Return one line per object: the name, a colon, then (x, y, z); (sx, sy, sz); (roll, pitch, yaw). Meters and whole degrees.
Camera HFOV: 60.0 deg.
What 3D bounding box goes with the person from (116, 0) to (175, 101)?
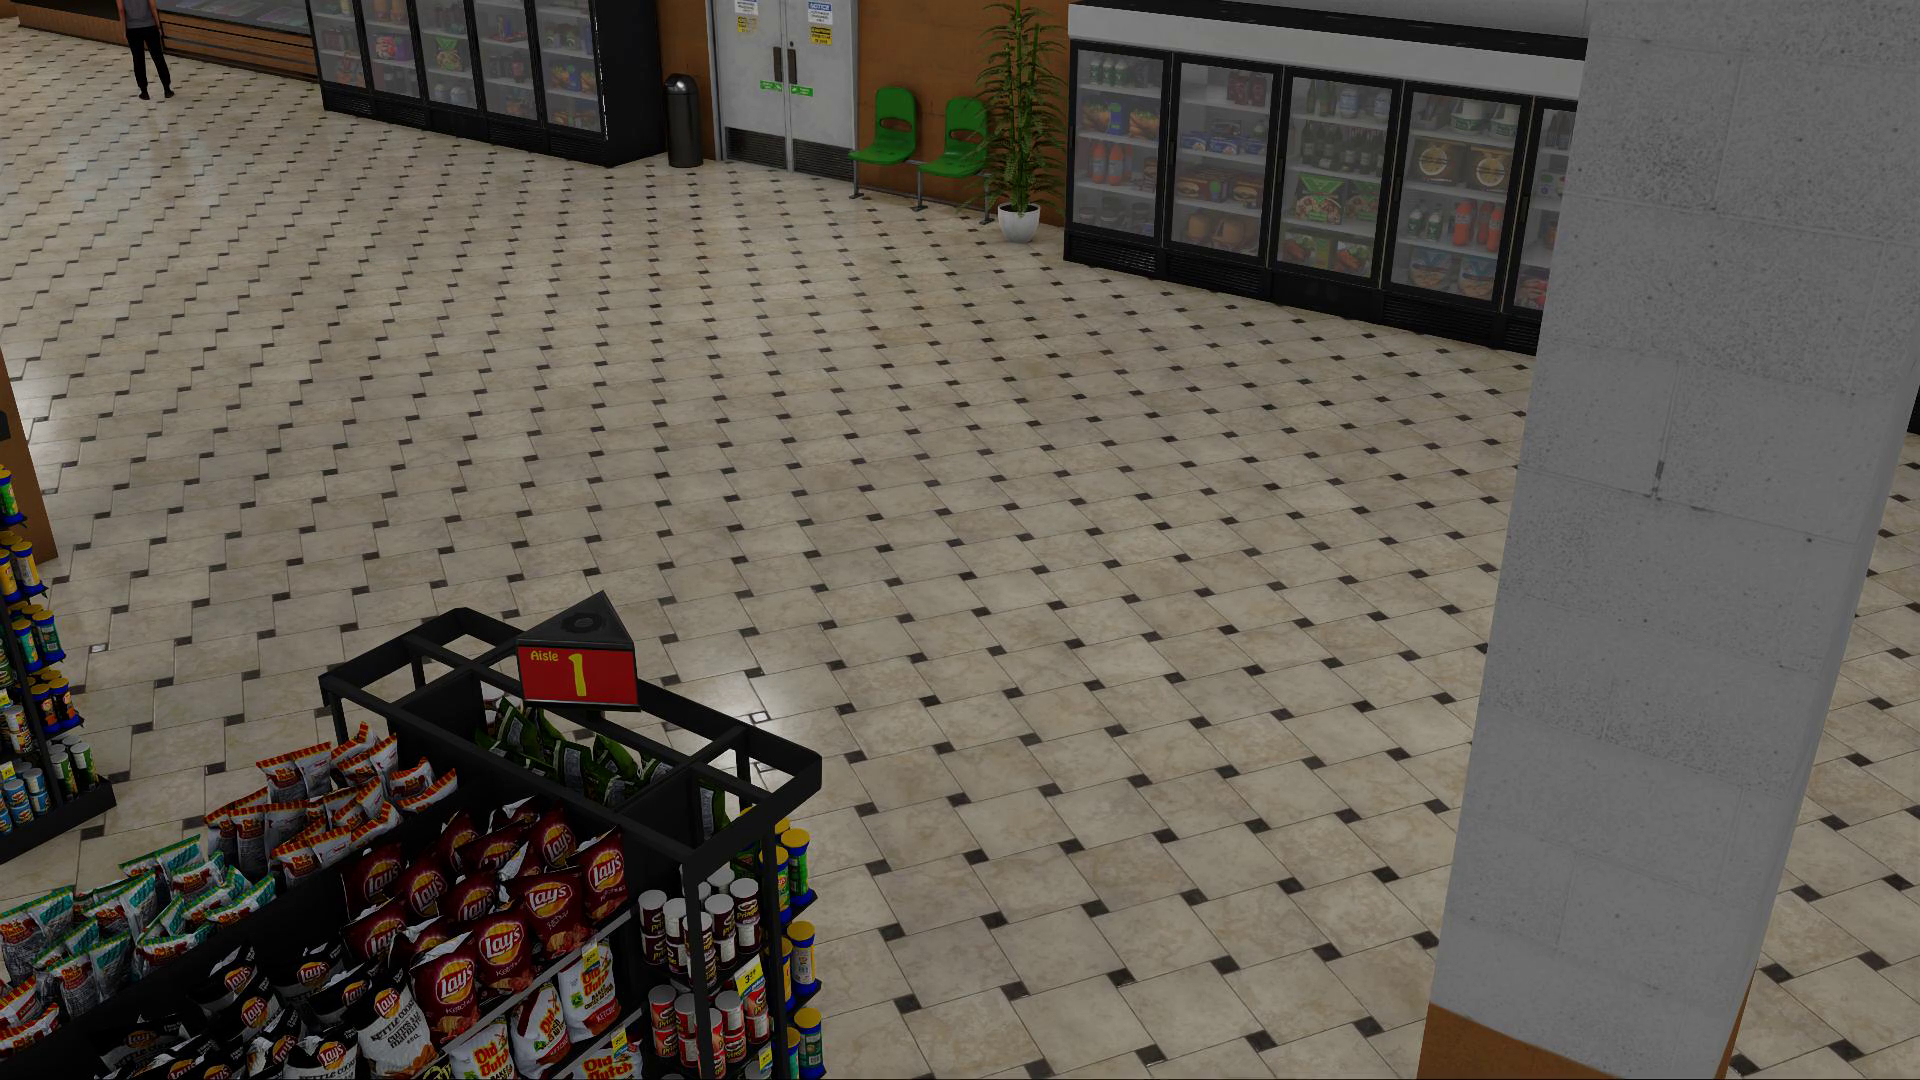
person: (-10.496, -6.562, 21.323); (0.636, 1.755, 0.751); (-13, 30, -25)
